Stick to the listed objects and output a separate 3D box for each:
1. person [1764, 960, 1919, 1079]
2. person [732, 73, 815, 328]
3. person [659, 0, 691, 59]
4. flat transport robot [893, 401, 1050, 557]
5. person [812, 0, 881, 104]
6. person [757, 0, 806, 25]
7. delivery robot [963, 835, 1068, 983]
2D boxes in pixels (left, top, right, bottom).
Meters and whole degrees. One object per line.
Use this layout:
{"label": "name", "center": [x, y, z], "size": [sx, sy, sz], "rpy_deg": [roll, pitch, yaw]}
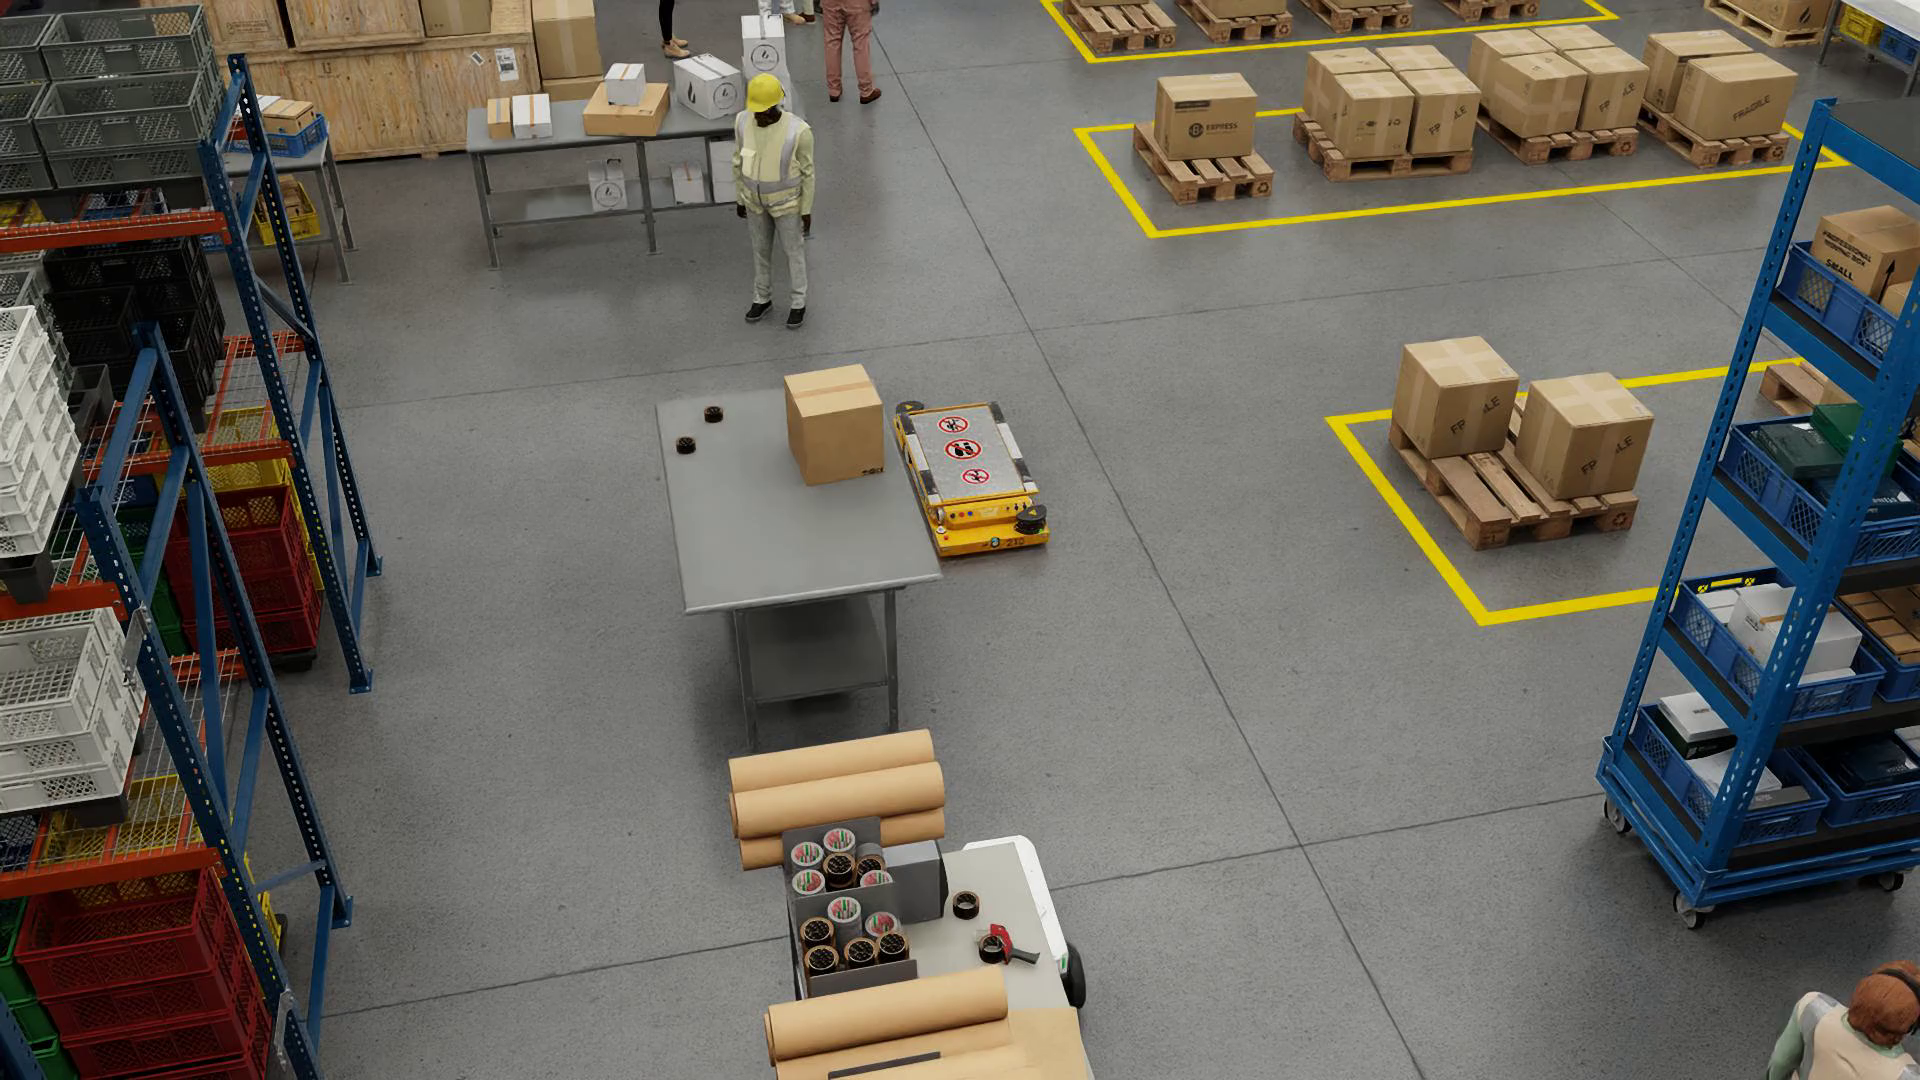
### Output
{"label": "person", "center": [2.949, 2.032, 5.662], "size": [0.308, 1.637, 0.518], "rpy_deg": [-22, 42, -27]}
{"label": "person", "center": [-1.278, -2.310, 11.345], "size": [0.586, 1.823, 0.403], "rpy_deg": [12, 38, 15]}
{"label": "person", "center": [-2.746, -5.404, 15.607], "size": [0.317, 1.695, 0.540], "rpy_deg": [-7, 37, -9]}
{"label": "flat transport robot", "center": [0.046, -0.430, 10.108], "size": [0.652, 0.197, 1.431], "rpy_deg": [-8, 37, -10]}
{"label": "person", "center": [-1.000, -4.802, 14.624], "size": [0.641, 1.909, 0.401], "rpy_deg": [9, 38, 12]}
{"label": "person", "center": [-1.777, -5.874, 16.131], "size": [0.431, 1.835, 0.623], "rpy_deg": [25, 44, 30]}
{"label": "delivery robot", "center": [0.219, 1.590, 7.081], "size": [0.477, 0.478, 0.707], "rpy_deg": [-7, 37, -9]}
